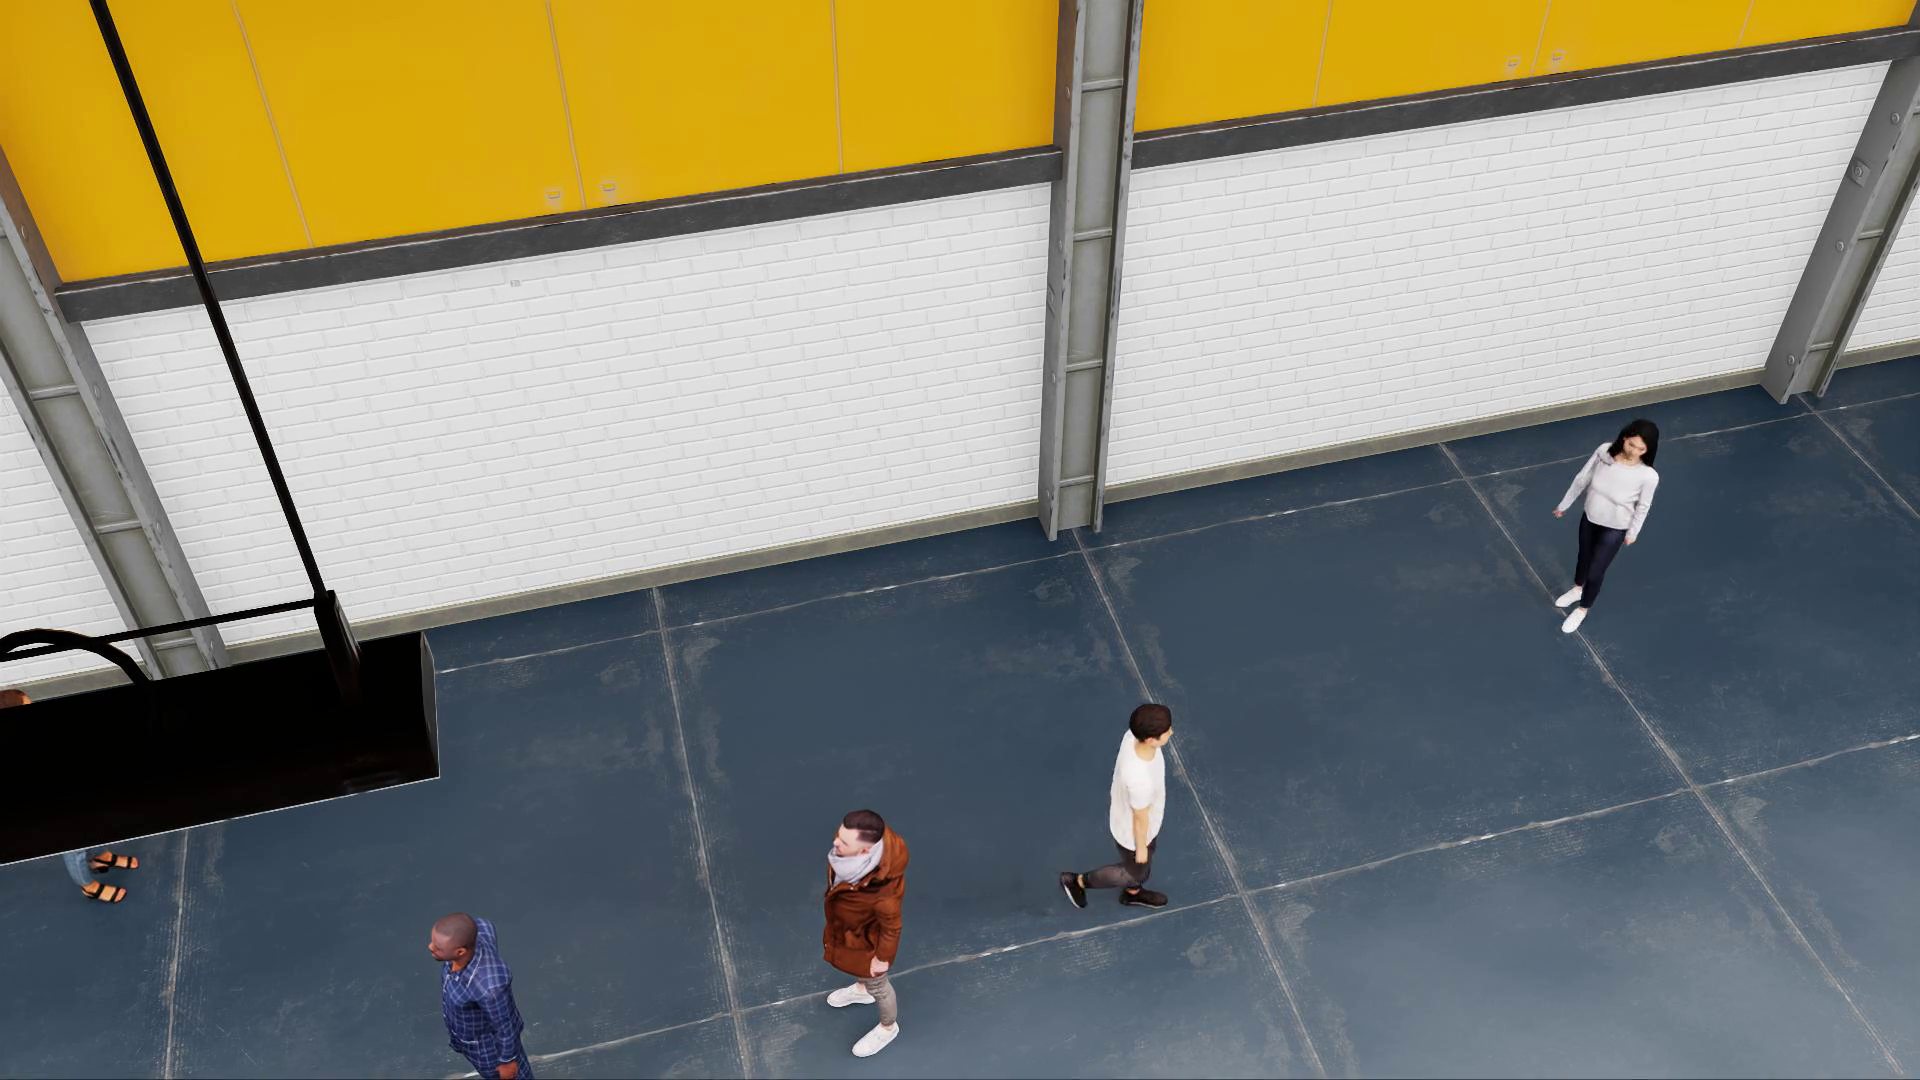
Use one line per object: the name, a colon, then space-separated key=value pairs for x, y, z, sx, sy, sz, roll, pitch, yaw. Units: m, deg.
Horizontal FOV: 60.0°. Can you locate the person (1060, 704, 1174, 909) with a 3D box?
person: x=0.888 y=1.509 z=9.097 sx=0.971 sy=1.707 sz=0.835 roll=6 pitch=44 yaw=6

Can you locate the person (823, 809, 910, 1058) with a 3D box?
person: x=-0.483 y=1.971 z=8.517 sx=0.771 sy=1.839 sz=0.764 roll=-19 pitch=47 yaw=-19

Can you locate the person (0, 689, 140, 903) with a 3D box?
person: x=-5.009 y=1.402 z=9.231 sx=0.588 sy=1.678 sz=0.643 roll=-5 pitch=44 yaw=-5

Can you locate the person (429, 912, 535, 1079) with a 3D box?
person: x=-2.292 y=2.373 z=8.105 sx=0.708 sy=1.824 sz=0.744 roll=-22 pitch=48 yaw=-22

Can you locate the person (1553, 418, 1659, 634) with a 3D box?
person: x=4.270 y=-0.165 z=10.865 sx=0.754 sy=1.692 sz=0.743 roll=-24 pitch=48 yaw=-23
